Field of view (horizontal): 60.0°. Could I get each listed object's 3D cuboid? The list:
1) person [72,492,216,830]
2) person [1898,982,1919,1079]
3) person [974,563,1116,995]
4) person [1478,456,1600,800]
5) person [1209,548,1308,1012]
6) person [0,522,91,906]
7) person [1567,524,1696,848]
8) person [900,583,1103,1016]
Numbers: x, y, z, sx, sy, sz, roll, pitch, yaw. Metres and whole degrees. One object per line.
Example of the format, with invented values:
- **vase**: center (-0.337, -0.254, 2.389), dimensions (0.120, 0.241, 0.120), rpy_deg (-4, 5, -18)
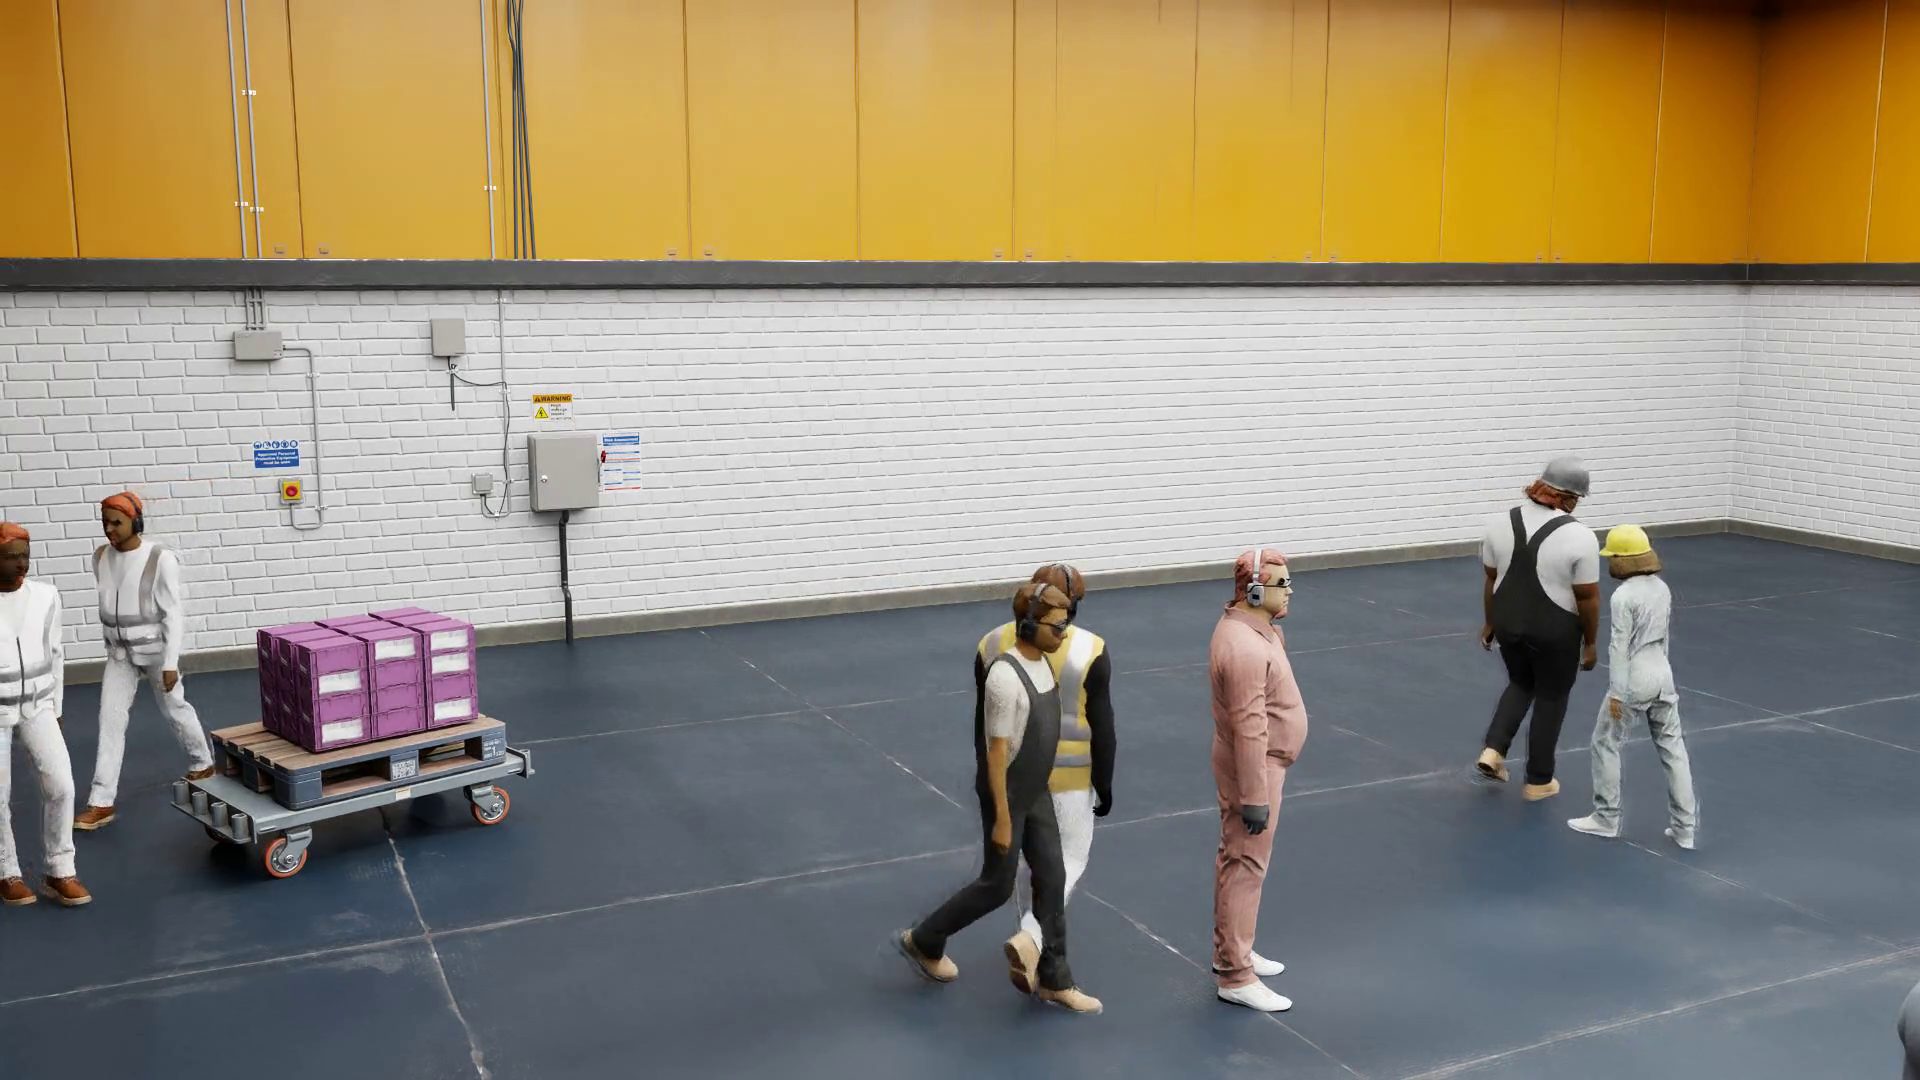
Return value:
- **person**: center (-4.590, 0.630, 9.344), dimensions (0.585, 1.832, 1.002), rpy_deg (2, 9, 12)
- **person**: center (2.188, 1.498, 3.591), dimensions (0.628, 1.940, 0.373), rpy_deg (-5, 11, -30)
- **person**: center (0.341, 1.003, 7.065), dimensions (0.634, 1.814, 0.716), rpy_deg (5, 10, 27)
- **person**: center (3.358, 0.485, 9.559), dimensions (0.545, 2.000, 0.729), rpy_deg (-7, 12, -38)
- **person**: center (1.234, 0.976, 6.930), dimensions (0.408, 1.906, 0.652), rpy_deg (1, 9, 7)
- **person**: center (-4.439, 0.850, 7.842), dimensions (0.716, 1.858, 0.594), rpy_deg (7, 11, 37)
- **person**: center (3.621, 0.775, 8.817), dimensions (0.512, 1.702, 0.606), rpy_deg (-6, 11, -34)
- **person**: center (0.164, 1.045, 6.829), dimensions (0.813, 1.814, 0.545), rpy_deg (4, 10, 26)
